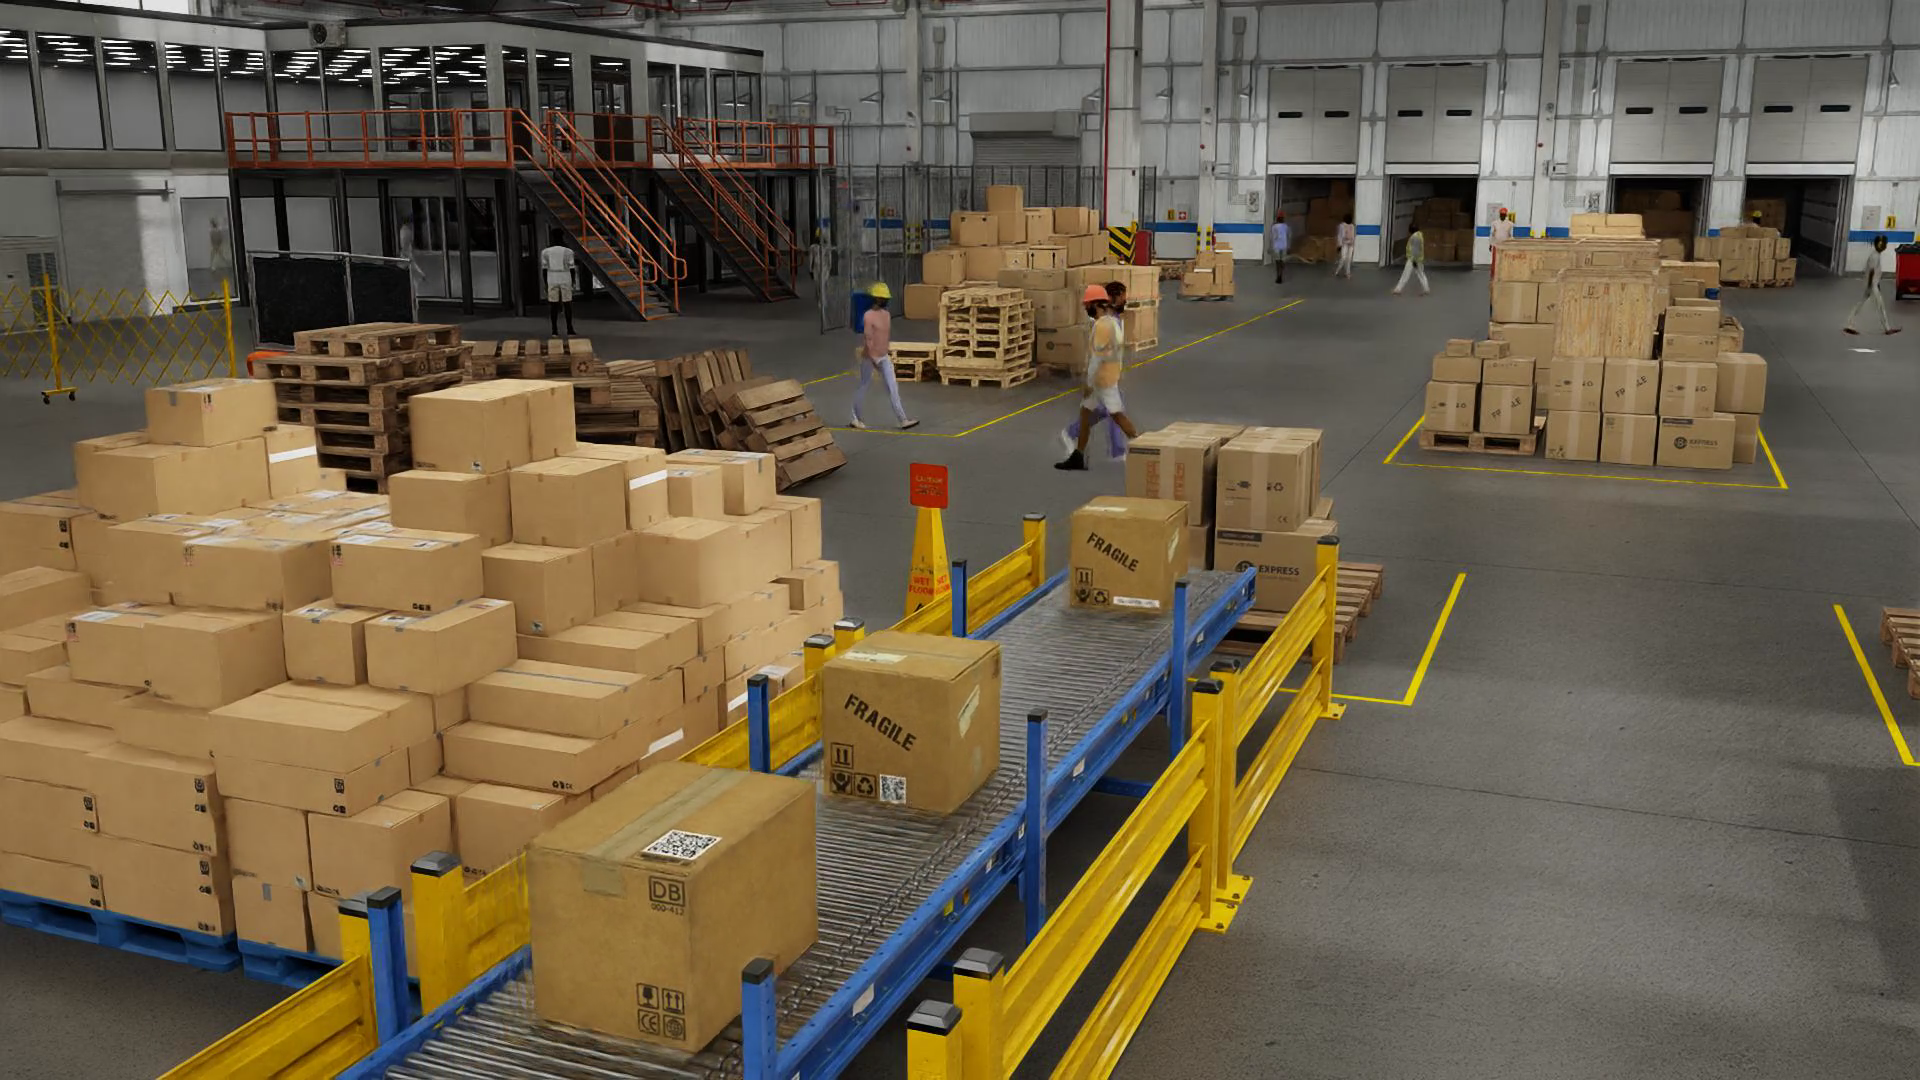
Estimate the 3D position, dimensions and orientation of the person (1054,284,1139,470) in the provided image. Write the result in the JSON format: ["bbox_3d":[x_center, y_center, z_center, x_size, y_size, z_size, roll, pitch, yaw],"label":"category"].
[{"bbox_3d":[1.493,-1.623,16.731,0.986,1.887,0.543,0,13,-2],"label":"person"}]

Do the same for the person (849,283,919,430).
[{"bbox_3d":[-0.929,-2.118,19.330,0.943,1.715,0.528,9,15,35],"label":"person"}]

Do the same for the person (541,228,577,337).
[{"bbox_3d":[-7.272,-4.674,30.218,0.614,1.964,0.361,0,13,-1],"label":"person"}]

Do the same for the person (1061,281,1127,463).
[{"bbox_3d":[1.469,-1.742,17.271,0.839,1.888,0.591,5,13,21],"label":"person"}]

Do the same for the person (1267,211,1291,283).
[{"bbox_3d":[8.519,-7.838,44.525,0.547,1.908,0.724,-3,13,-15],"label":"person"}]

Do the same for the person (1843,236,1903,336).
[{"bbox_3d":[16.760,-4.644,30.435,0.994,1.810,0.554,4,13,18],"label":"person"}]

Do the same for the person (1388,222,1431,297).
[{"bbox_3d":[10.811,-6.685,39.660,1.008,1.792,0.623,7,14,28],"label":"person"}]

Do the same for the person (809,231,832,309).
[{"bbox_3d":[-3.072,-5.952,36.570,0.503,1.695,0.916,-1,13,-6],"label":"person"}]

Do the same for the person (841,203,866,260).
[{"bbox_3d":[-3.562,-10.322,55.643,0.768,1.927,0.618,5,13,20],"label":"person"}]

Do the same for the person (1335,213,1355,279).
[{"bbox_3d":[10.722,-8.148,46.101,0.648,1.832,0.435,-9,16,-36],"label":"person"}]

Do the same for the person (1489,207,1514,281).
[{"bbox_3d":[14.691,-8.027,45.188,0.621,1.997,0.372,5,13,20],"label":"person"}]

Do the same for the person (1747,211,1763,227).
[{"bbox_3d":[21.831,-8.072,45.659,1.004,1.868,0.606,2,13,9],"label":"person"}]
